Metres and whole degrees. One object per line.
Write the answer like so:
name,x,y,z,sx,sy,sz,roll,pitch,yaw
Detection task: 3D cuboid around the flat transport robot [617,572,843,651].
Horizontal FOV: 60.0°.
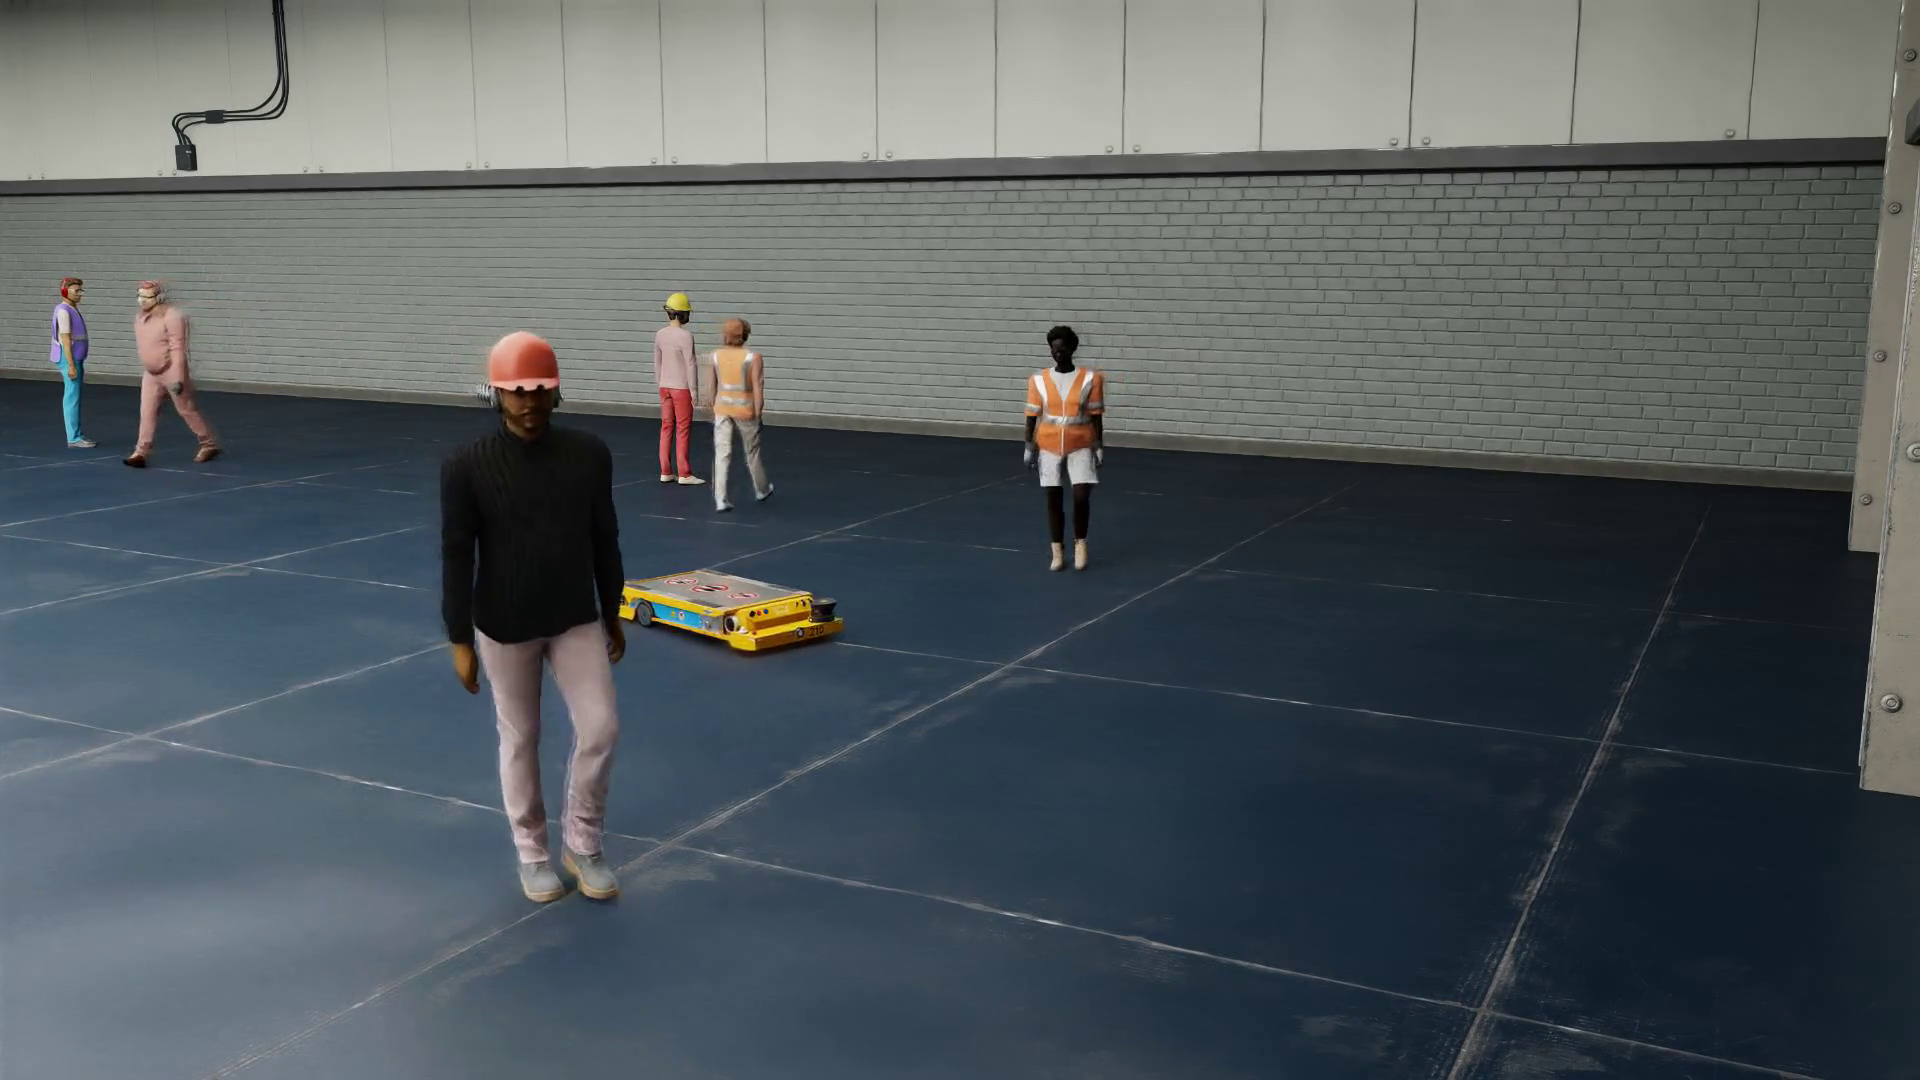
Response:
flat transport robot,-1.406,0.388,9.759,1.431,0.197,0.652,10,14,43

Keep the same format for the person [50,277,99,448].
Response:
person,-9.623,-1.913,18.016,0.393,1.842,0.564,-4,11,-20

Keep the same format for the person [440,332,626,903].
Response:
person,-1.414,0.292,5.628,0.647,1.972,0.593,-6,12,-30

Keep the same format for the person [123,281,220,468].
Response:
person,-7.916,-1.644,16.570,0.687,1.857,1.021,4,11,22

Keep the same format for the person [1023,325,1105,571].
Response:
person,0.698,-0.614,11.333,0.557,1.684,0.438,2,11,11

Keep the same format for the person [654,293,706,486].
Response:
person,-2.593,-1.388,15.365,0.533,1.767,0.326,9,14,40

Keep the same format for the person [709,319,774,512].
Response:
person,-1.864,-1.062,14.034,0.541,1.587,0.849,3,11,17
